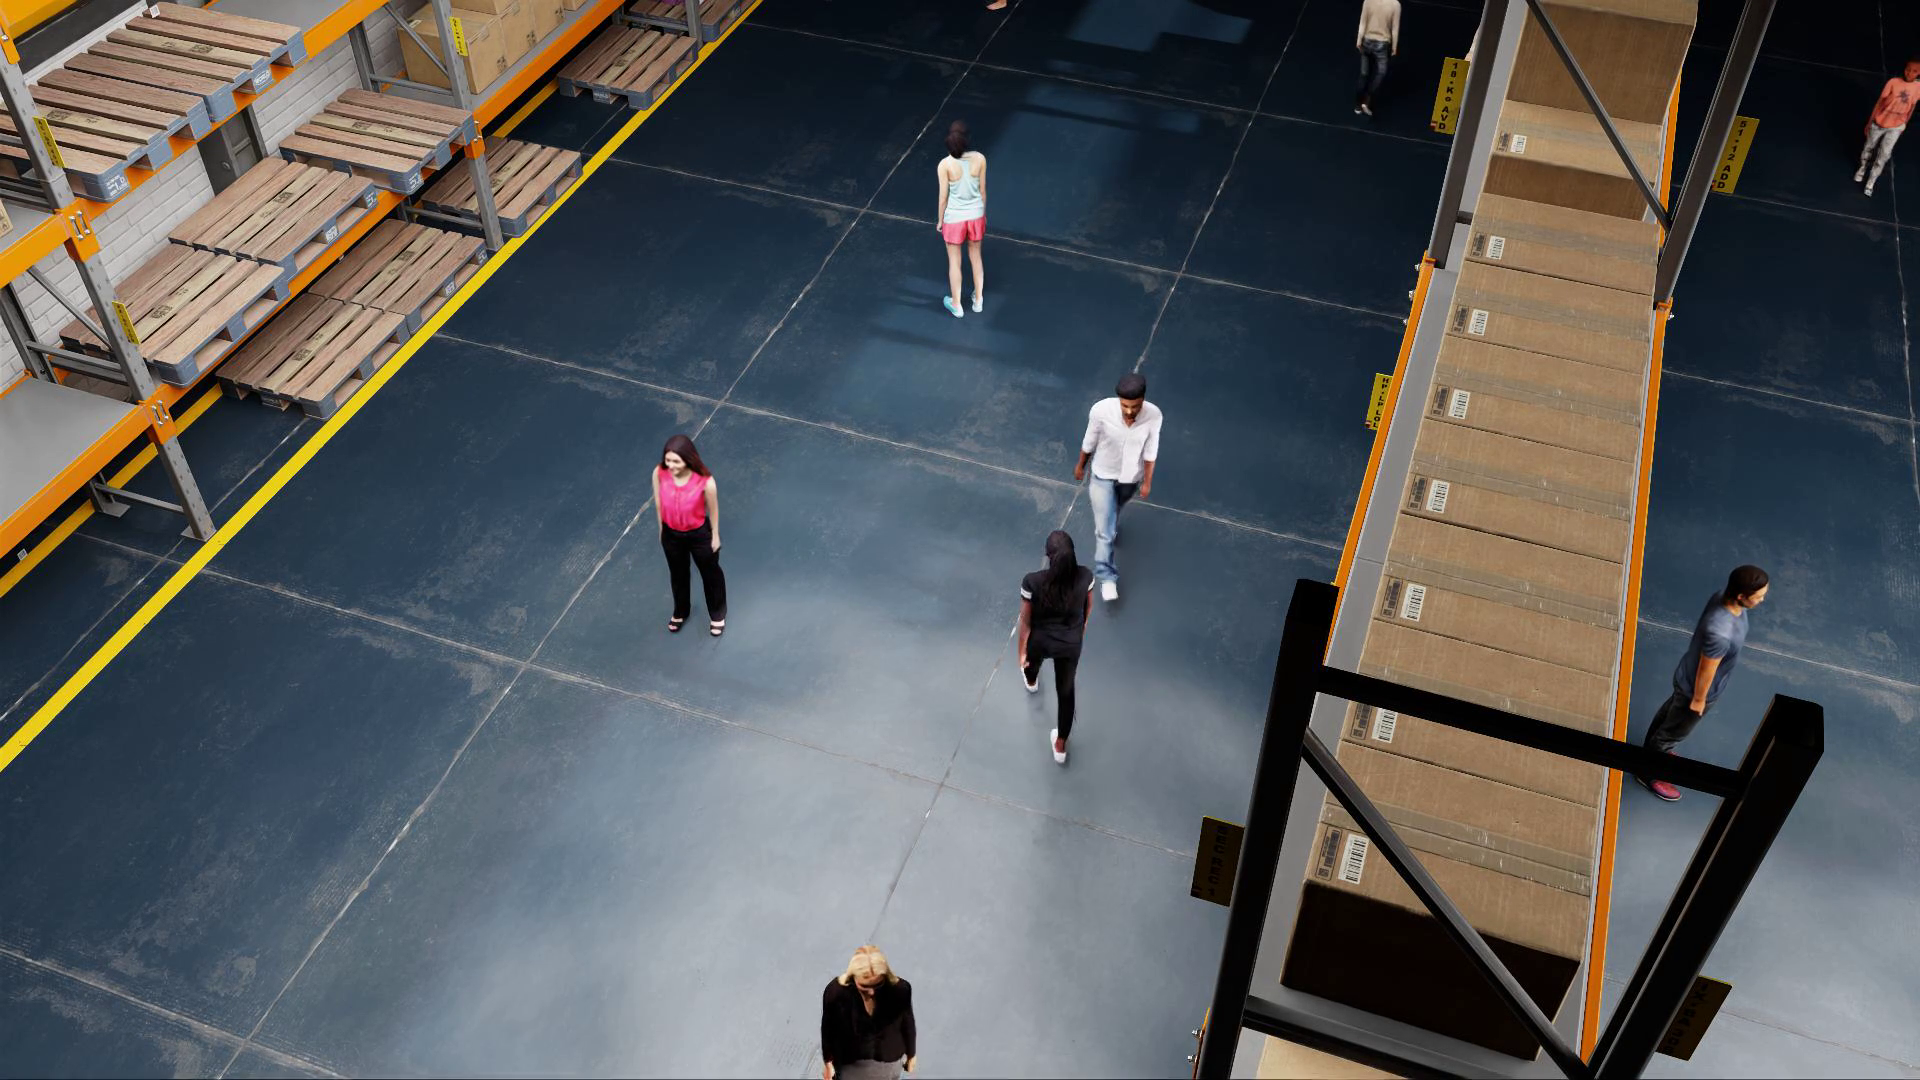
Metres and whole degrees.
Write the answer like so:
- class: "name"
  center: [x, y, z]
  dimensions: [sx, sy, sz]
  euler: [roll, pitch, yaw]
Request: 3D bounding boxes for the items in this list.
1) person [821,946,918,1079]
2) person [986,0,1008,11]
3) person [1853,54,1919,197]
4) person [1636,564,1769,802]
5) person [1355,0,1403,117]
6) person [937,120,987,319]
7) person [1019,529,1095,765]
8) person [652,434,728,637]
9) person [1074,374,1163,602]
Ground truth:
- class: "person"
  center: [-0.464, 2.491, 8.209]
  dimensions: [0.833, 1.830, 0.958]
  euler: [-4, 44, -5]
- class: "person"
  center: [0.411, -6.518, 17.817]
  dimensions: [0.706, 1.622, 0.602]
  euler: [-7, 44, -7]
- class: "person"
  center: [8.533, -3.876, 15.285]
  dimensions: [0.567, 1.289, 0.807]
  euler: [22, 48, 22]
- class: "person"
  center: [4.437, 0.817, 9.986]
  dimensions: [0.736, 1.804, 0.522]
  euler: [20, 47, 20]
- class: "person"
  center: [4.005, -4.761, 16.095]
  dimensions: [0.603, 1.454, 0.680]
  euler: [20, 47, 19]
- class: "person"
  center: [0.025, -2.636, 13.639]
  dimensions: [0.675, 1.763, 0.715]
  euler: [-12, 45, -13]
- class: "person"
  center: [0.600, 0.688, 10.200]
  dimensions: [0.952, 1.695, 1.184]
  euler: [-4, 44, -4]
- class: "person"
  center: [-1.789, -0.026, 10.976]
  dimensions: [0.615, 1.658, 0.559]
  euler: [8, 44, 8]
- class: "person"
  center: [1.090, -0.535, 11.454]
  dimensions: [1.038, 1.736, 1.323]
  euler: [0, 44, 0]
